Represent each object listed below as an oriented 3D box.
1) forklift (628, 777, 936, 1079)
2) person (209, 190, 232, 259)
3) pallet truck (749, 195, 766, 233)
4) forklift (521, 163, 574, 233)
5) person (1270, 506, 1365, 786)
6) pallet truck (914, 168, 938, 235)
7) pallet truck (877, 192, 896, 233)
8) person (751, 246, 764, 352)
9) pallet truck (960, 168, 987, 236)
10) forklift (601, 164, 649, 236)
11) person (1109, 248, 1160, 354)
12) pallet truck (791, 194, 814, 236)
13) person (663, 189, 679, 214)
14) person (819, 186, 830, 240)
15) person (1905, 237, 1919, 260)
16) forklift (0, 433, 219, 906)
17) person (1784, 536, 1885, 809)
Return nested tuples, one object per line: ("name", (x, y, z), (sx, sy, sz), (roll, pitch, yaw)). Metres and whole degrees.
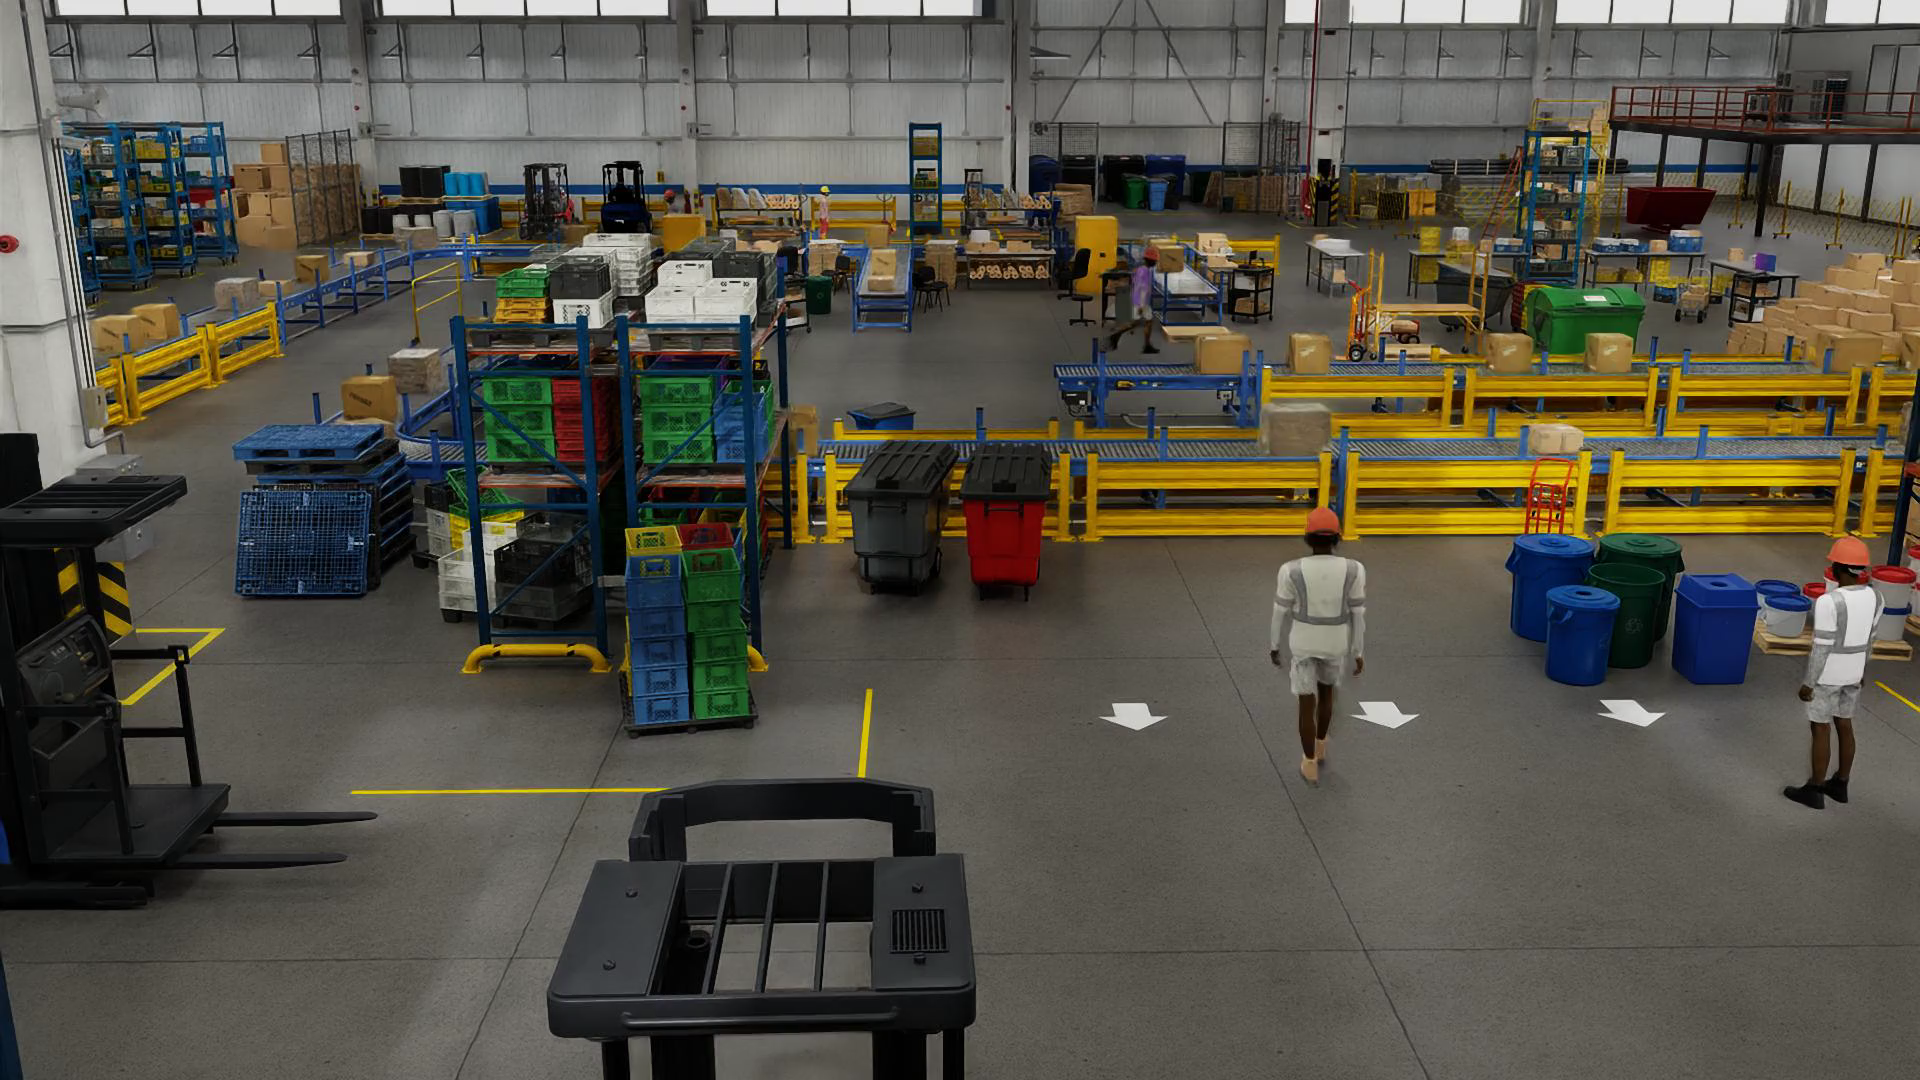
("forklift", (-0.542, 2.165, 5.552), (1.129, 2.768, 1.873), (-1, 16, -2))
("person", (-19.414, -8.293, 43.769), (0.618, 1.824, 0.609), (6, 17, 20))
("pallet truck", (-6.051, -9.967, 50.660), (0.680, 1.201, 1.601), (0, 16, -1))
("forklift", (-12.233, -10.122, 49.298), (1.157, 1.987, 2.680), (0, 16, -1))
("person", (2.574, 0.725, 12.085), (0.647, 2.016, 0.793), (1, 16, 2))
("pallet truck", (-0.989, -10.316, 50.507), (0.823, 1.965, 1.885), (1, 16, 3))
("pallet truck", (-2.277, -9.986, 50.594), (0.653, 1.274, 1.630), (0, 16, -1))
("person", (-3.607, -4.310, 29.843), (0.667, 1.874, 0.831), (-8, 18, -25))
("pallet truck", (0.383, -10.230, 50.206), (0.823, 1.965, 1.885), (-1, 16, -3))
("forklift", (-9.948, -10.127, 49.296), (1.157, 1.987, 2.680), (-1, 16, -3))
("person", (3.146, -4.252, 29.615), (0.812, 1.899, 0.561), (-2, 16, -8))
("pallet truck", (-4.814, -9.883, 50.259), (0.704, 1.261, 1.522), (-1, 16, -3))
("person", (-7.183, -7.813, 41.840), (1.072, 1.996, 0.604), (-3, 16, -9))
("person", (-3.722, -8.864, 45.871), (0.308, 1.769, 0.525), (-6, 17, -21))
("person", (18.424, -4.952, 32.191), (0.613, 1.813, 0.498), (-3, 16, -10))
("forklift", (-5.952, 0.780, 10.366), (1.873, 2.768, 1.129), (0, 16, -1))
("person", (6.071, 0.916, 11.571), (0.551, 1.934, 0.373), (-6, 17, -21))
